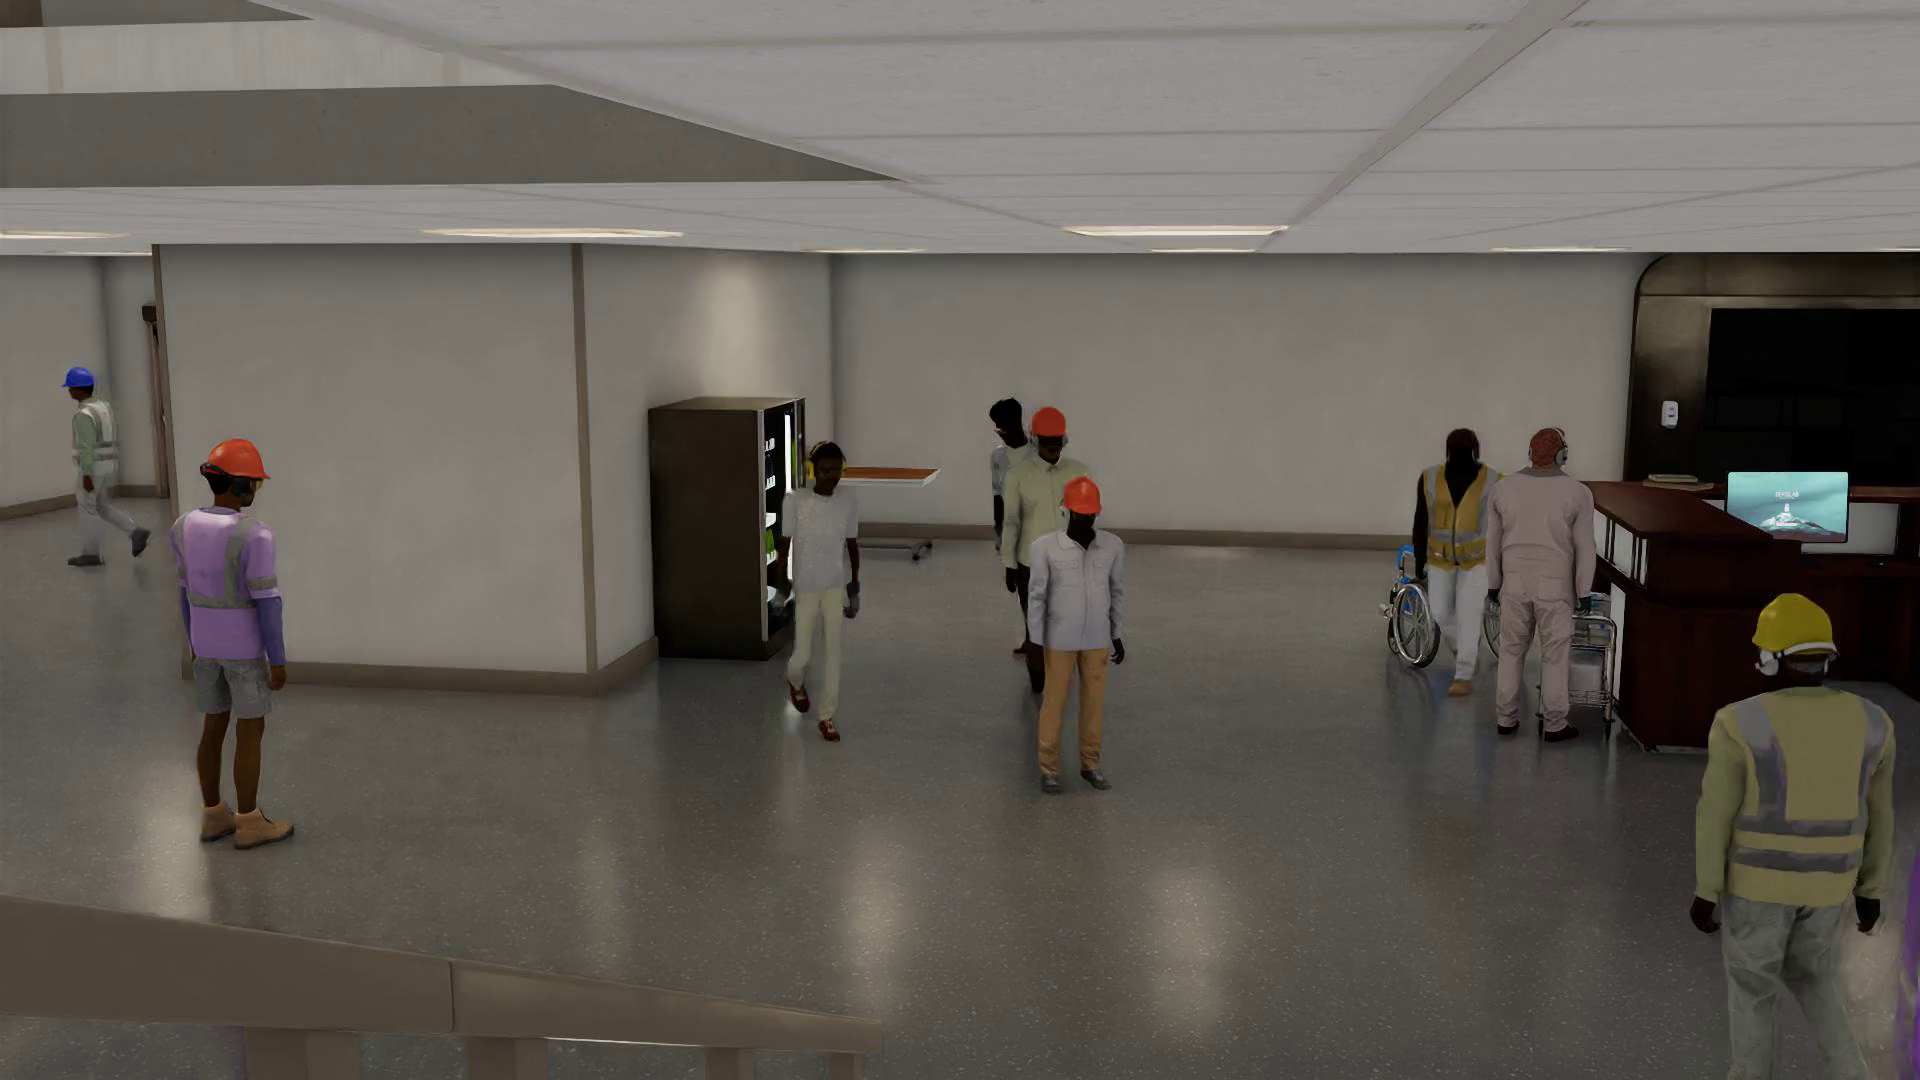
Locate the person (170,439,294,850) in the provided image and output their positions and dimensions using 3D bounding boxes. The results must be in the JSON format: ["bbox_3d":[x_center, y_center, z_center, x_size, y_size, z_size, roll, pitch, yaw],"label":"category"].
[{"bbox_3d":[-3.565,0.515,8.223,0.611,2.029,0.412,4,10,23],"label":"person"}]

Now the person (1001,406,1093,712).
[{"bbox_3d":[0.566,0.125,10.728,0.637,1.983,0.466,-3,10,-17],"label":"person"}]

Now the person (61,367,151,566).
[{"bbox_3d":[-8.281,-0.701,16.009,0.642,1.931,0.627,-2,9,-10],"label":"person"}]

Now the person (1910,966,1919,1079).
[{"bbox_3d":[2.387,1.269,3.947,0.948,1.906,0.542,3,10,20],"label":"person"}]

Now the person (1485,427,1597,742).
[{"bbox_3d":[3.536,0.264,10.127,0.651,1.906,0.401,7,12,37],"label":"person"}]

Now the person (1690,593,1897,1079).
[{"bbox_3d":[2.665,1.088,5.308,0.608,1.819,0.557,-1,9,-6],"label":"person"}]

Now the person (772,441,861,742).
[{"bbox_3d":[-0.898,0.286,10.202,0.558,1.839,0.632,-3,10,-20],"label":"person"}]

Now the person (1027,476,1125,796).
[{"bbox_3d":[0.644,0.518,9.038,0.573,1.746,0.347,-3,10,-17],"label":"person"}]

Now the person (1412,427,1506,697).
[{"bbox_3d":[3.430,0.116,11.350,0.639,1.816,0.718,5,11,30],"label":"person"}]
